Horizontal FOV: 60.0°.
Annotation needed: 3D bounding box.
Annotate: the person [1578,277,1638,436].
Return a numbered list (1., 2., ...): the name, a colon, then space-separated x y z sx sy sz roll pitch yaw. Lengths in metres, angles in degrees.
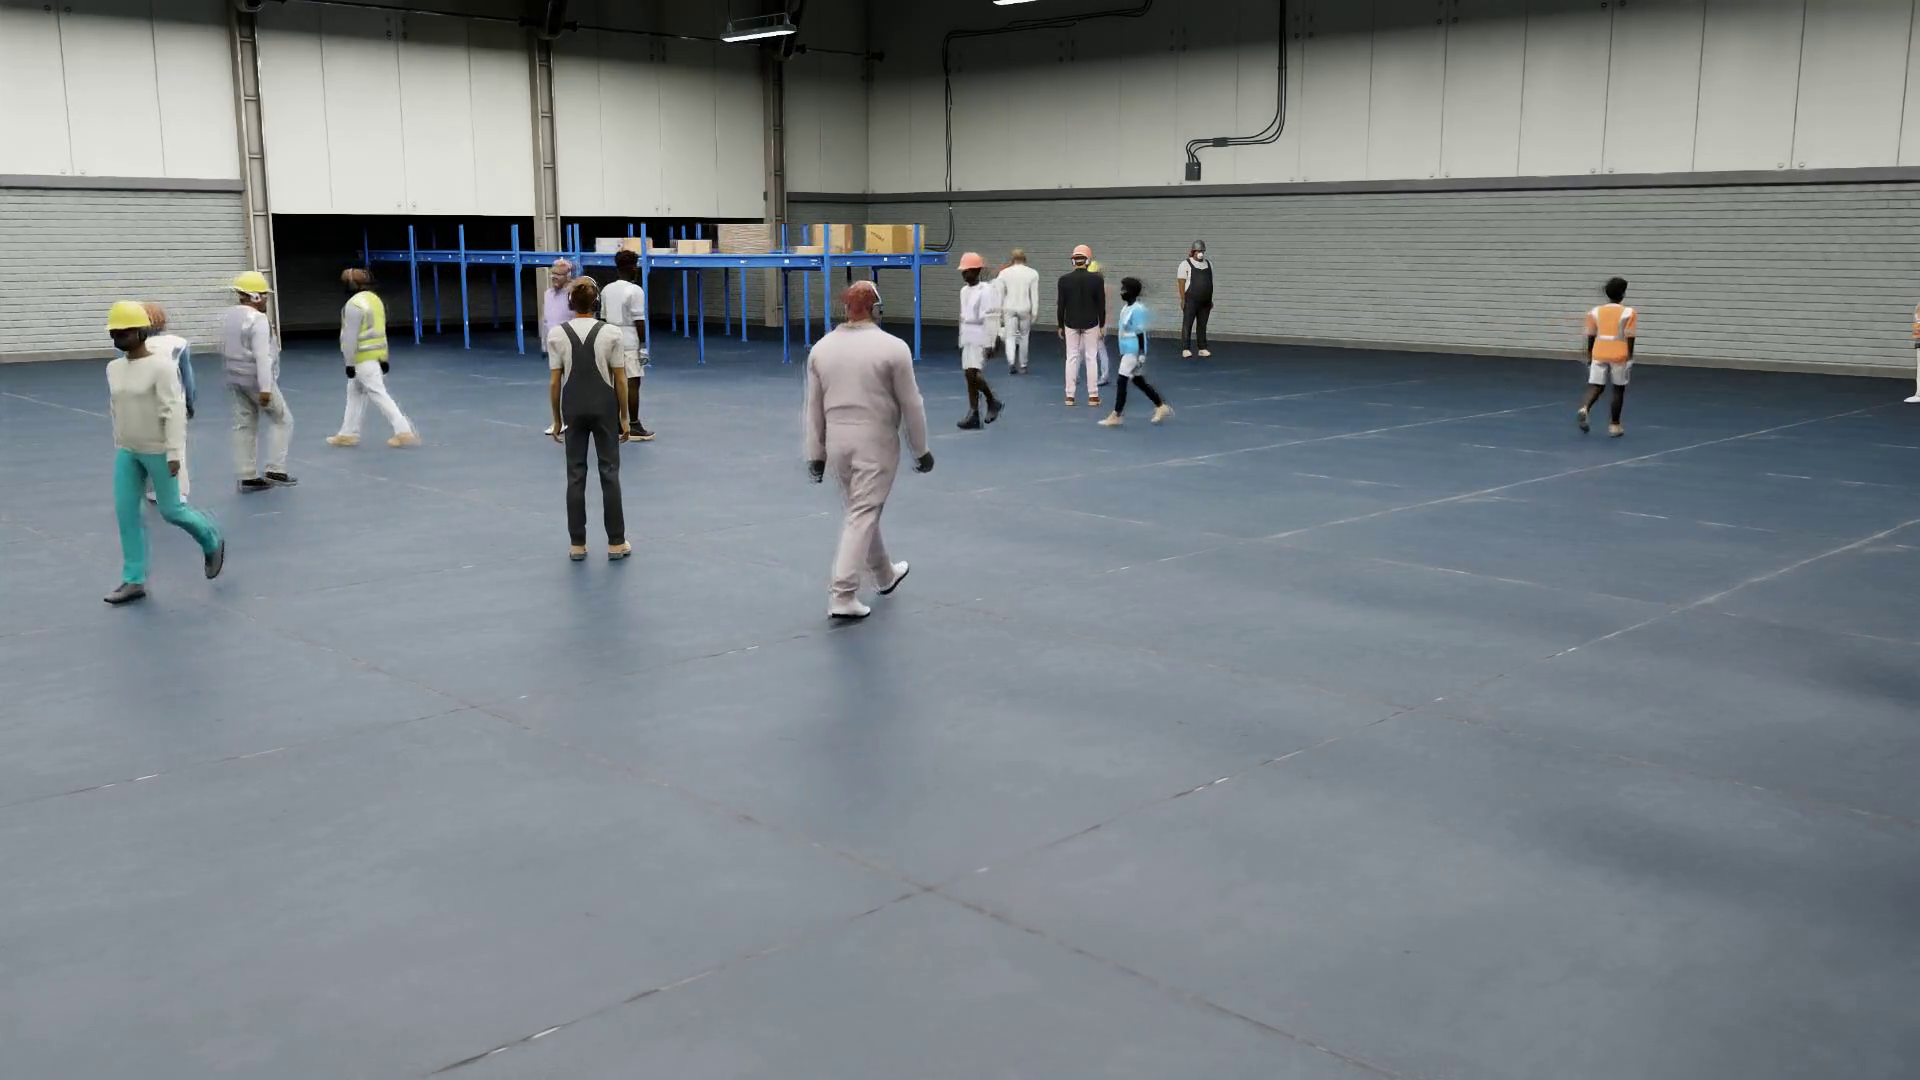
1. person: 6.807 -1.917 17.478 0.661 1.678 0.540 -10 14 -43

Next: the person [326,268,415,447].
1. person: -5.940 -1.826 16.692 0.962 1.794 0.631 0 10 2

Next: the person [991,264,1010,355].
1. person: 0.736 -4.065 29.360 0.513 1.611 0.633 4 11 22

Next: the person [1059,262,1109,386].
1. person: 1.773 -3.023 23.315 0.818 1.737 0.523 -6 12 -28

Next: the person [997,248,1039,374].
1. person: 0.886 -3.503 25.479 0.645 1.917 0.793 1 10 6

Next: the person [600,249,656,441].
1. person: -3.467 -2.028 17.288 0.609 1.964 0.367 8 13 37

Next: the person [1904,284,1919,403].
1. person: 12.213 -2.554 21.051 0.309 1.641 0.514 8 13 36

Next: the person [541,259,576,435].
1. person: -4.153 -2.084 17.913 0.740 1.862 0.733 8 13 36

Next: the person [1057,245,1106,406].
1. person: 1.521 -2.680 20.796 0.611 1.985 0.393 2 11 10

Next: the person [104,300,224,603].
1. person: -4.737 -0.543 9.798 0.533 1.738 0.741 4 11 19

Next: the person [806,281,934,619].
1. person: -0.493 -0.522 9.392 0.646 1.854 1.004 7 12 32

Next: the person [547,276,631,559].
1. person: -2.424 -0.797 10.904 0.504 1.847 0.345 -1 10 -4

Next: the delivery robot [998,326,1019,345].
1. delivery robot: 0.954 -3.822 30.787 0.477 0.478 0.707 -4 11 -18

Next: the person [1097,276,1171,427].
1. person: 1.971 -2.093 18.476 0.839 1.665 0.539 -2 11 -9

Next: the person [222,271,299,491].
1. person: -5.822 -1.324 13.882 0.596 1.814 0.542 7 13 35

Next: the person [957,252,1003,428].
1. person: 0.173 -2.191 18.290 0.457 1.925 0.573 -7 12 -32

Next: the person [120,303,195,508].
1. person: -6.232 -1.048 12.964 0.530 1.594 0.847 -7 12 -33

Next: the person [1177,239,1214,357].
1. person: 4.175 -4.214 29.125 0.687 2.000 0.538 -4 11 -23
